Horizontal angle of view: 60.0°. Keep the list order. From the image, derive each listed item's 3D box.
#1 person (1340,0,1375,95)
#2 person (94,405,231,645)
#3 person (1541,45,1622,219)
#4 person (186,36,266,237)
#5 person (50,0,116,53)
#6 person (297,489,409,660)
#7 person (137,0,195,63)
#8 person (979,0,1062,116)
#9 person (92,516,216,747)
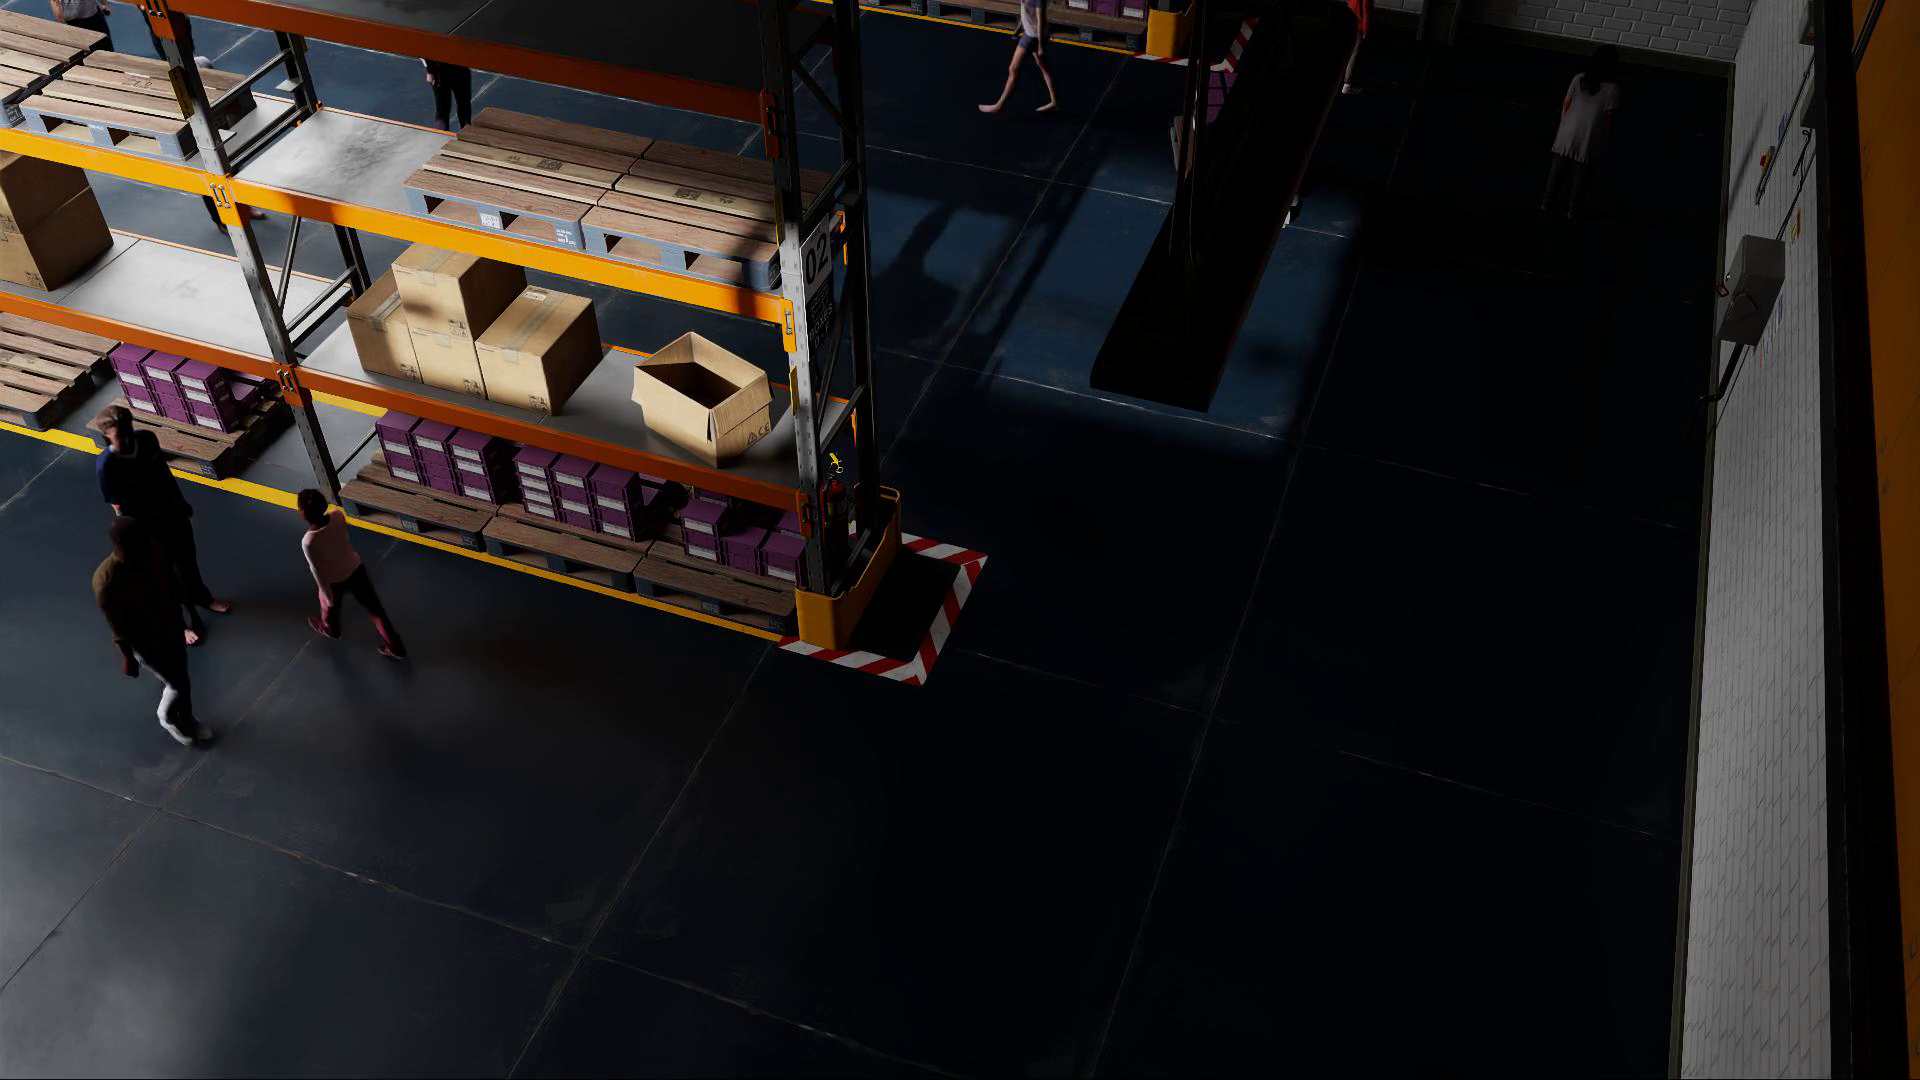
[{"bbox_3d":[3.949,-5.146,16.559,0.649,1.417,0.602,-14,45,-14],"label":"person"},{"bbox_3d":[-5.314,-0.133,10.969,0.546,1.869,0.665,17,46,17],"label":"person"},{"bbox_3d":[5.568,-3.654,14.853,0.673,1.610,0.764,27,50,25],"label":"person"},{"bbox_3d":[-6.627,-3.609,14.630,0.643,1.853,0.716,22,48,22],"label":"person"},{"bbox_3d":[-8.654,-5.156,16.269,1.156,1.832,0.883,22,48,22],"label":"person"},{"bbox_3d":[-3.993,0.243,10.905,1.061,1.413,0.683,22,48,21],"label":"person"},{"bbox_3d":[-8.189,-5.547,16.698,0.709,1.807,0.712,23,48,22],"label":"person"},{"bbox_3d":[0.810,-4.882,16.055,1.118,1.731,0.808,1,44,1],"label":"person"},{"bbox_3d":[-5.048,0.563,10.284,0.629,1.807,0.759,13,45,14],"label":"person"}]
